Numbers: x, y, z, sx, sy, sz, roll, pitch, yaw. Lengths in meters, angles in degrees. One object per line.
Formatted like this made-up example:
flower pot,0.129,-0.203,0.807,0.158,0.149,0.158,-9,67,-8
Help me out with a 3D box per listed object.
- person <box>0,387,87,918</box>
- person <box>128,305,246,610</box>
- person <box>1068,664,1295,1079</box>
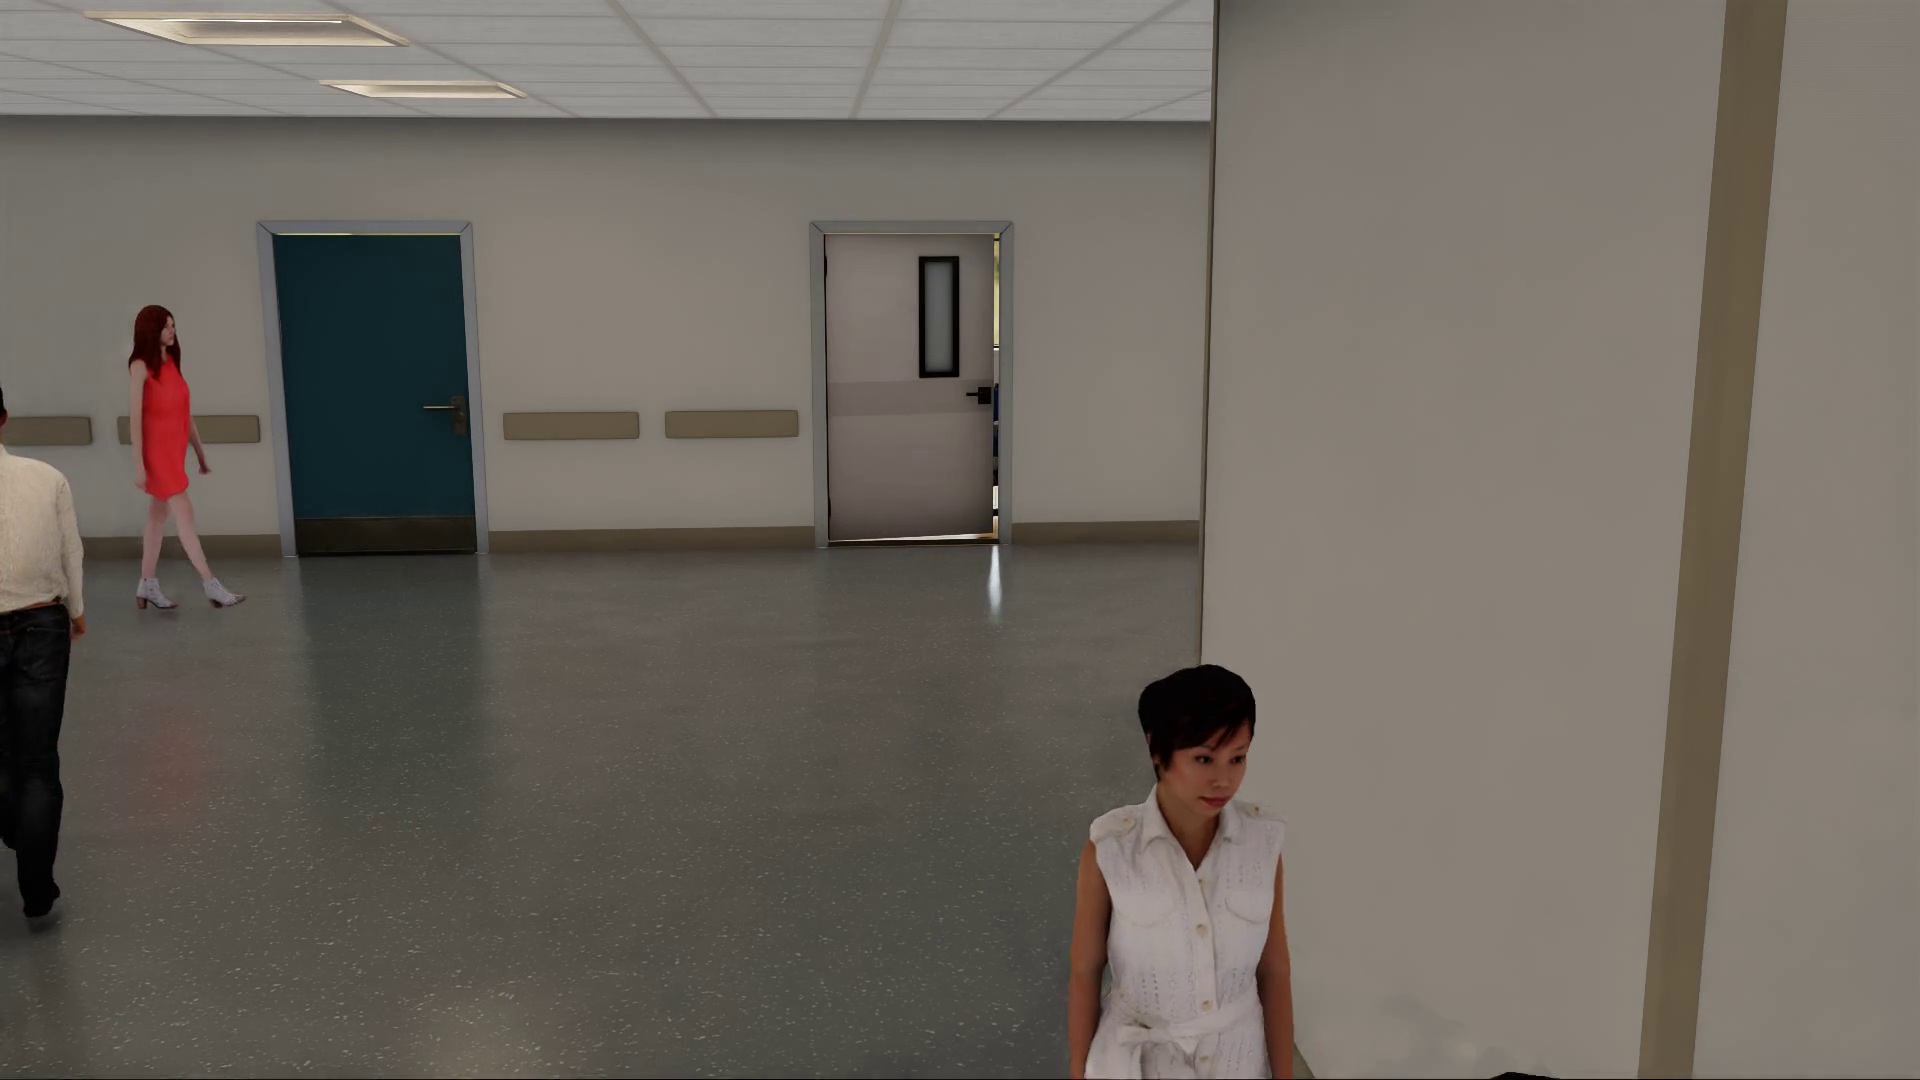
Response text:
person,-3.140,0.382,5.517,1.211,1.752,1.047,-6,12,-28
person,-4.773,-0.452,9.776,0.957,1.803,0.689,0,11,2
person,0.382,0.958,3.056,0.613,1.537,0.634,-2,11,-10
